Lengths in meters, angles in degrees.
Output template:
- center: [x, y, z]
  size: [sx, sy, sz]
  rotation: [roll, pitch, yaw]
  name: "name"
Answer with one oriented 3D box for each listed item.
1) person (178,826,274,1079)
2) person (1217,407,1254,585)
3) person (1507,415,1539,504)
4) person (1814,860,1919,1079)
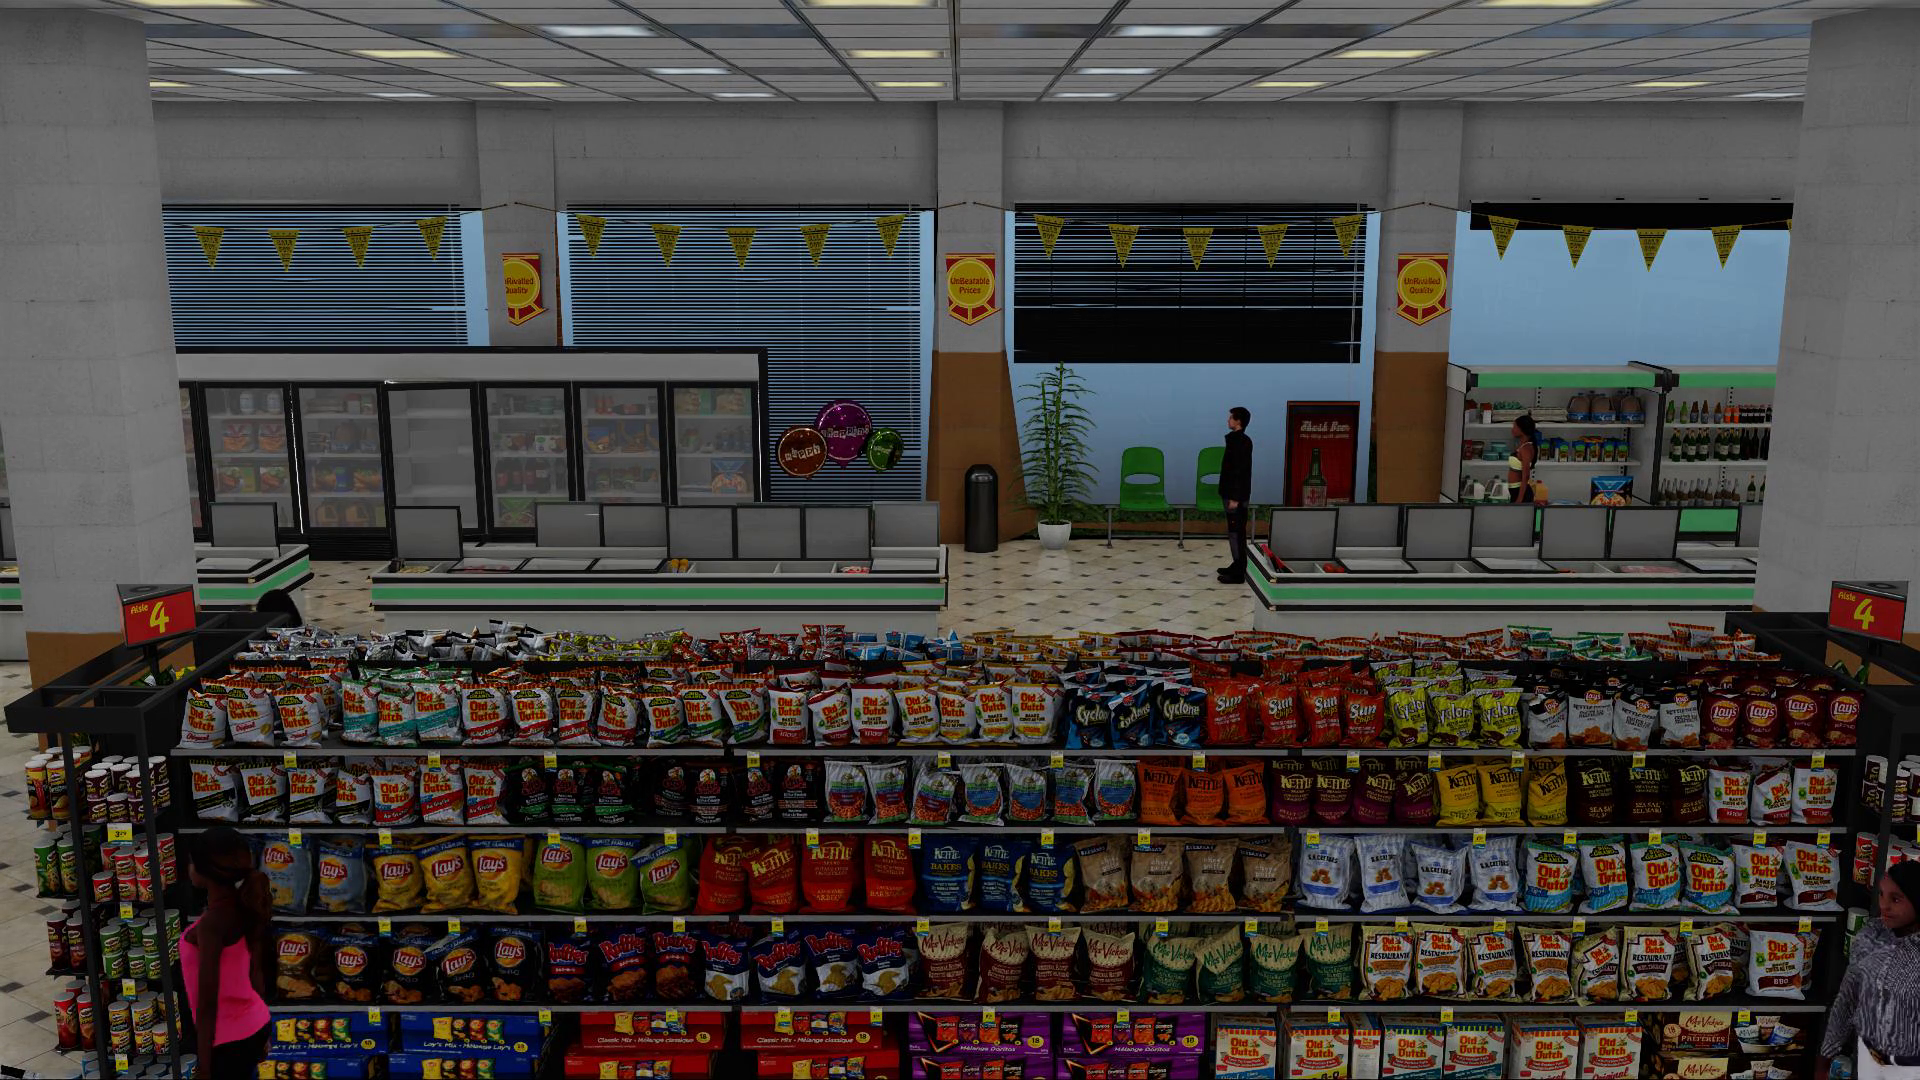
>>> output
- center: [-2.675, 1.920, 6.322]
  size: [0.971, 1.707, 0.576]
  rotation: [0, 12, -1]
  name: "person"
- center: [2.896, -0.477, 17.383]
  size: [0.622, 1.839, 0.756]
  rotation: [2, 12, 9]
  name: "person"
- center: [5.877, -0.434, 17.385]
  size: [0.602, 1.754, 0.620]
  rotation: [3, 12, 14]
  name: "person"
- center: [3.483, 1.980, 6.057]
  size: [1.072, 1.697, 0.786]
  rotation: [-3, 12, -15]
  name: "person"
